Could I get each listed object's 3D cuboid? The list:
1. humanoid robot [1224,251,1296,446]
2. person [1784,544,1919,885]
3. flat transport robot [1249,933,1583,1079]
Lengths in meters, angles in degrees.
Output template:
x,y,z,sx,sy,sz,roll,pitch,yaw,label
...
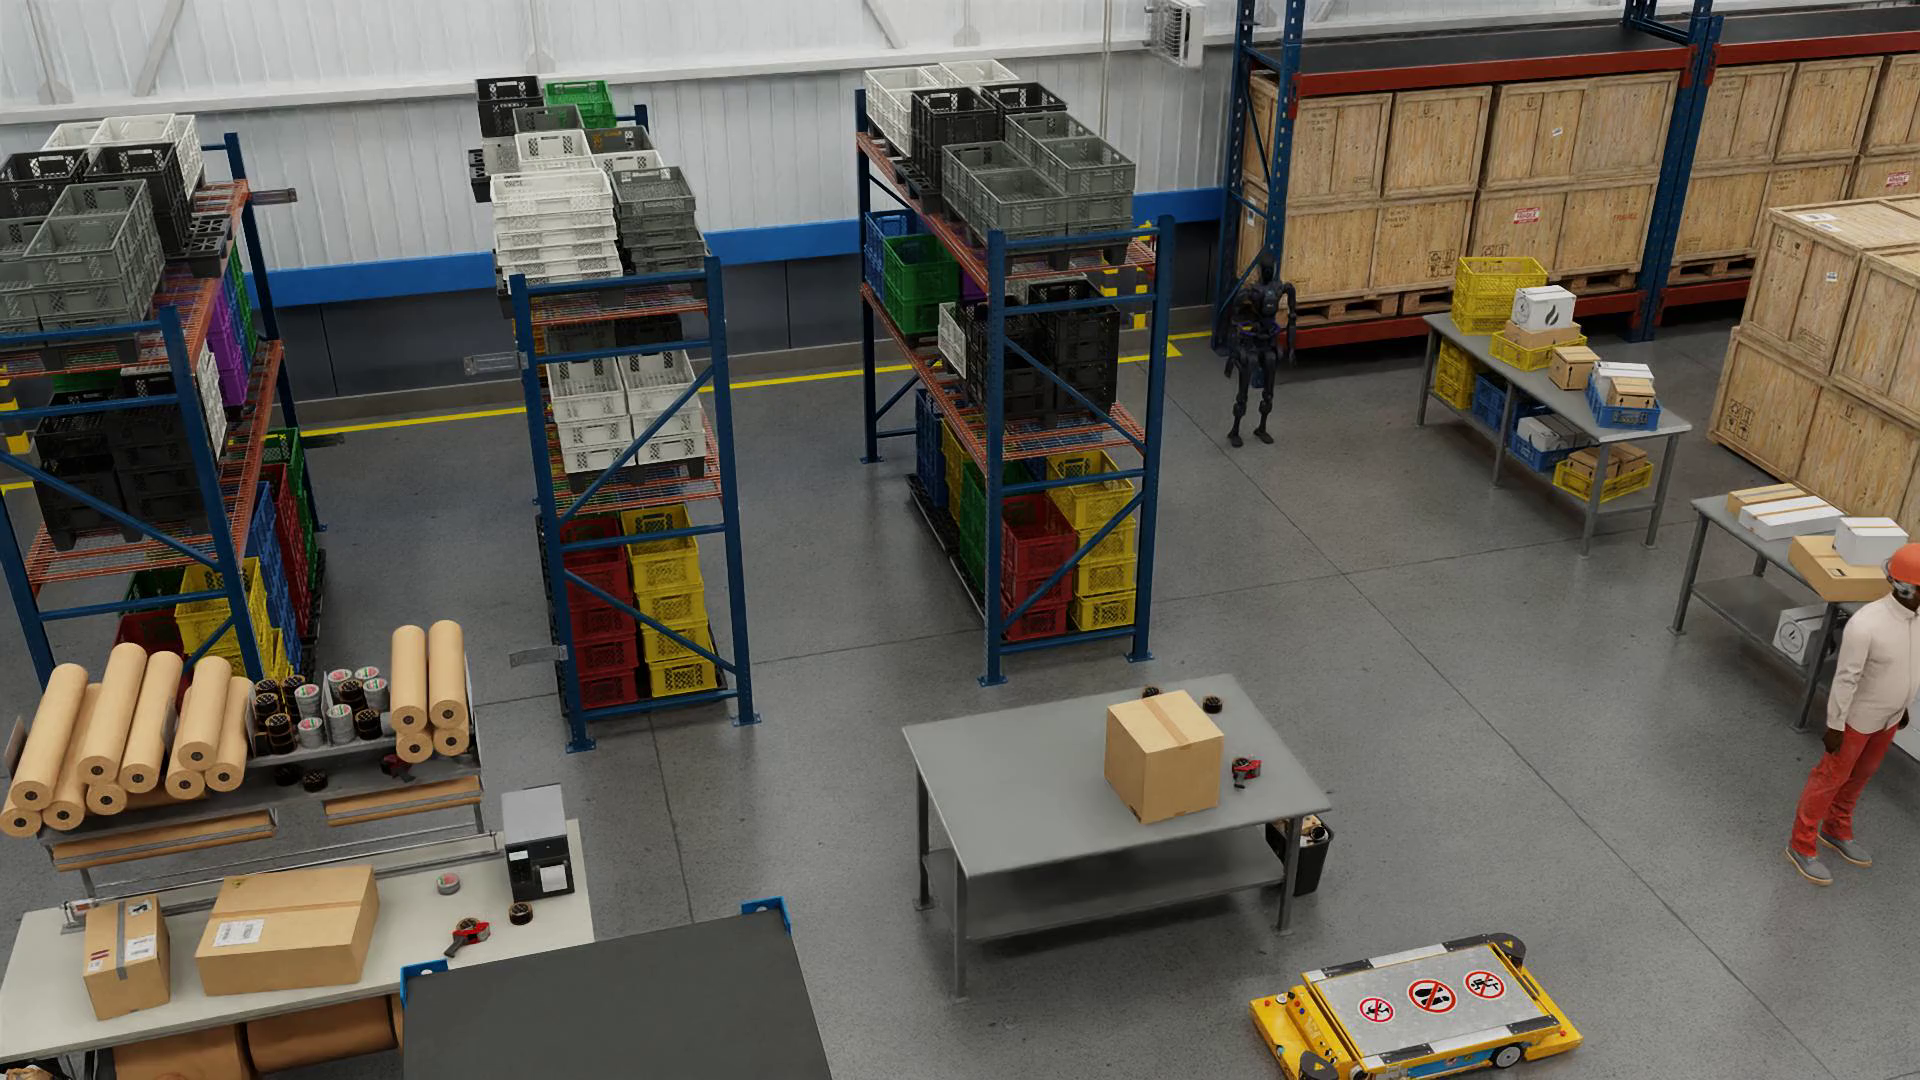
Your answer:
x,y,z,sx,sy,sz,roll,pitch,yaw,label
2.446,-1.555,13.524,0.595,1.649,0.329,-7,30,-13,humanoid robot
4.780,0.901,8.729,0.621,1.994,0.379,-14,32,-23,person
2.184,2.282,7.980,1.431,0.197,0.652,-8,30,-14,flat transport robot
